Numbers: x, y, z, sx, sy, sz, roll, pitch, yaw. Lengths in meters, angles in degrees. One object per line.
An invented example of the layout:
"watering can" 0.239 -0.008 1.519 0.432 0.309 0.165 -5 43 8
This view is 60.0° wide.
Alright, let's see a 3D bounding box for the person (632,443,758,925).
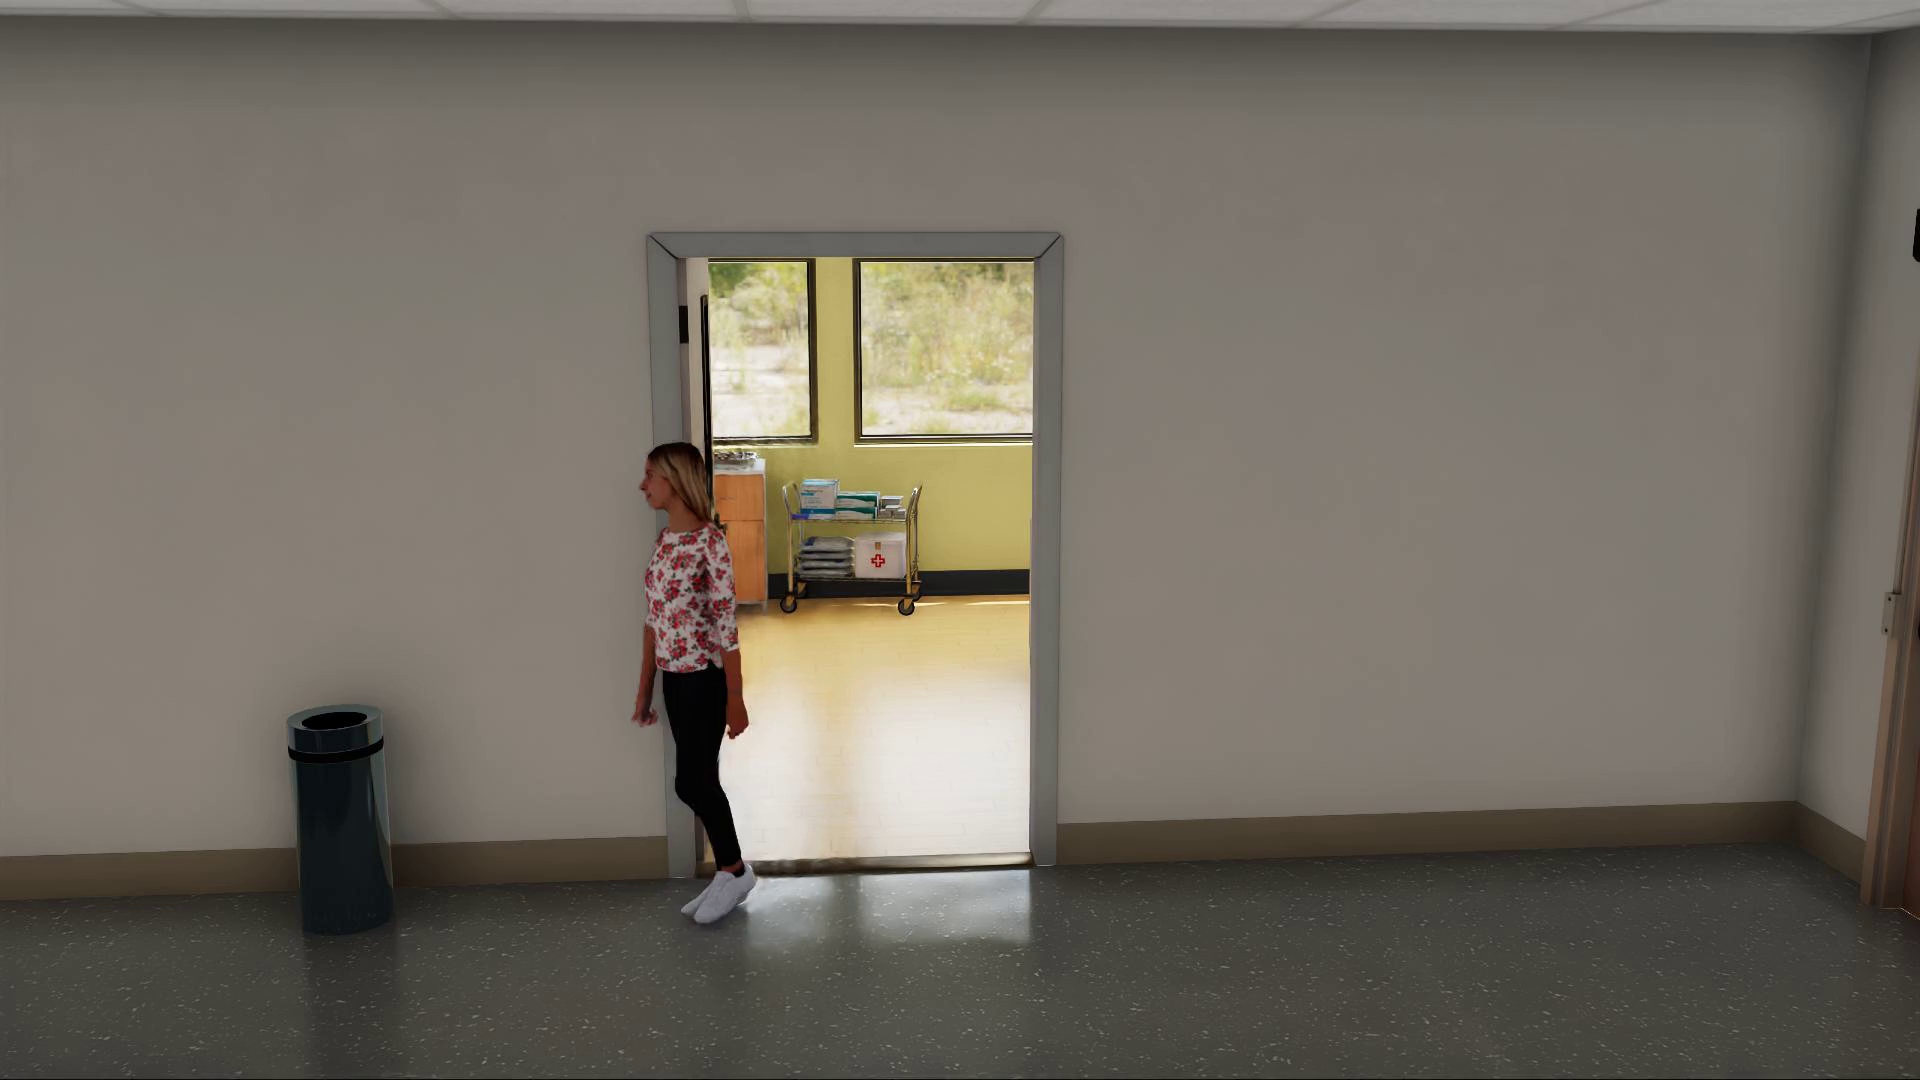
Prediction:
"person" -0.822 0.475 5.672 0.695 1.613 0.729 10 15 44
